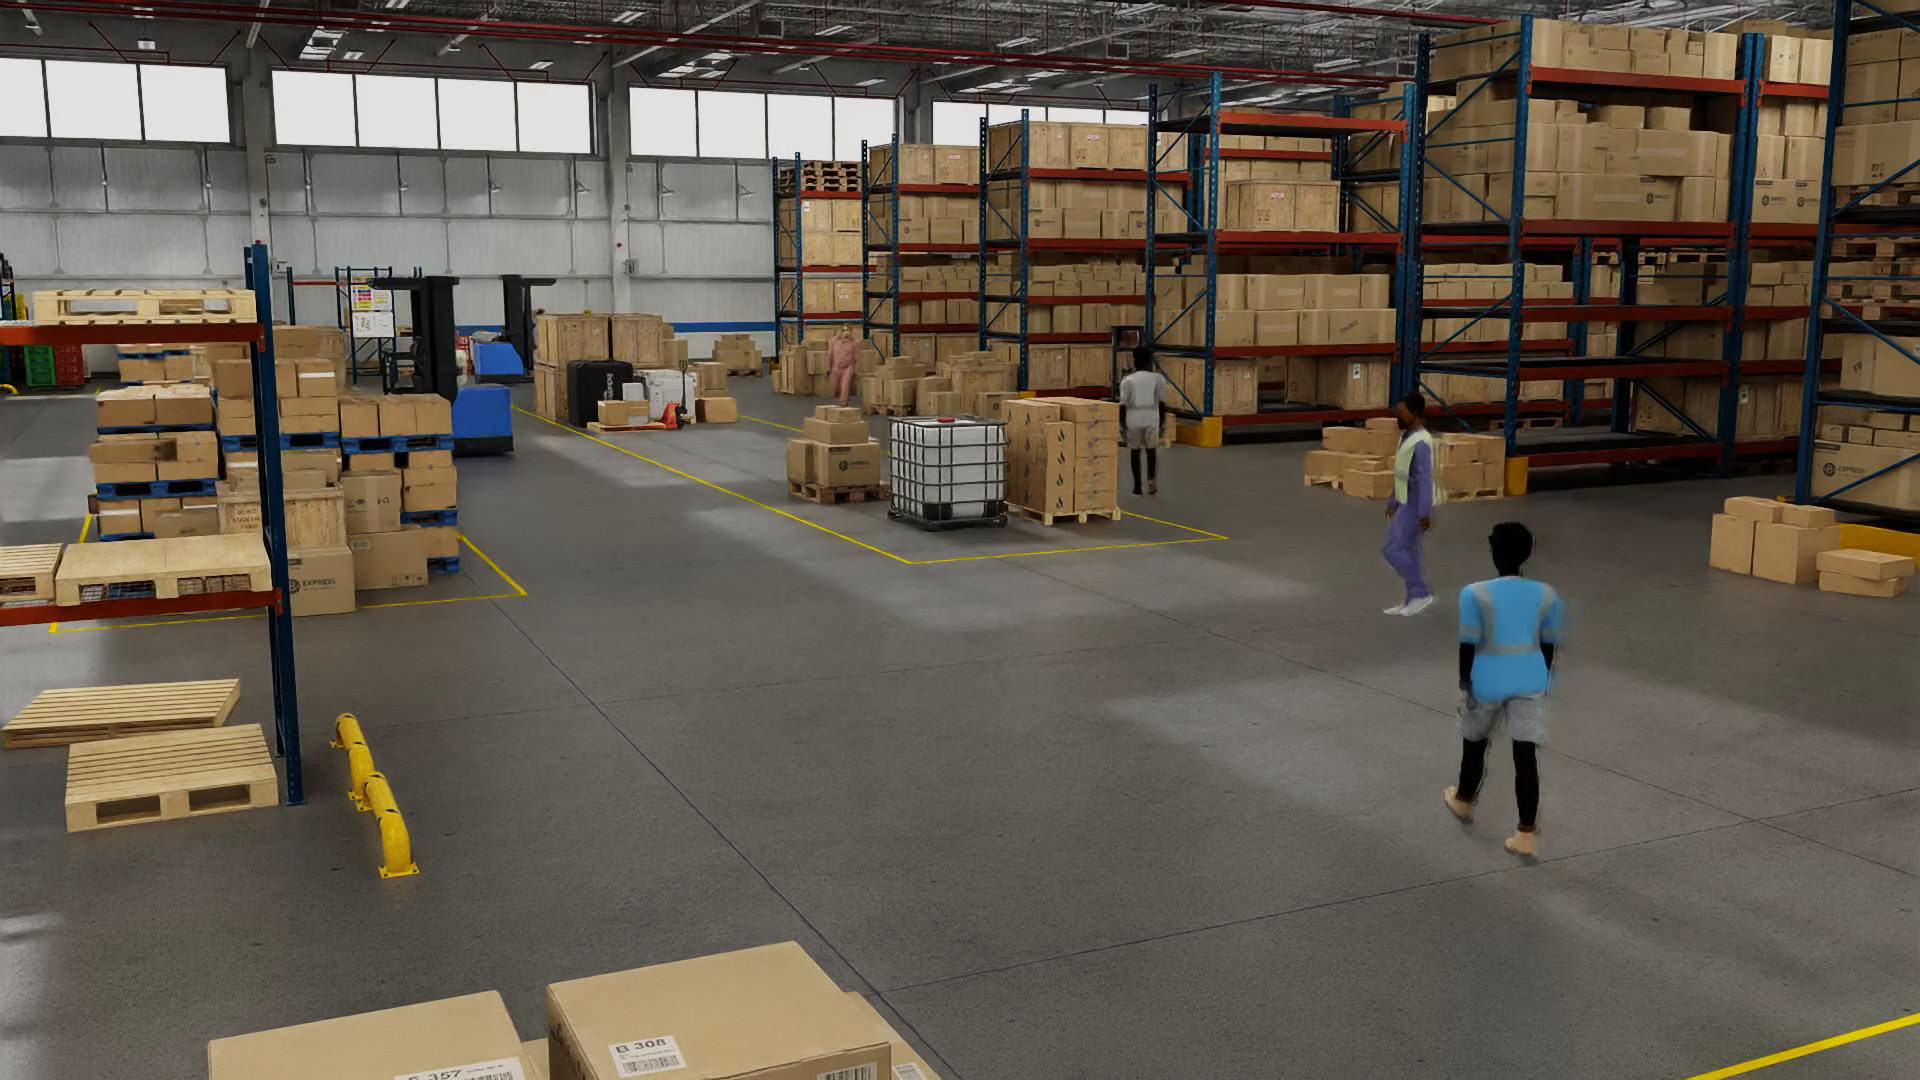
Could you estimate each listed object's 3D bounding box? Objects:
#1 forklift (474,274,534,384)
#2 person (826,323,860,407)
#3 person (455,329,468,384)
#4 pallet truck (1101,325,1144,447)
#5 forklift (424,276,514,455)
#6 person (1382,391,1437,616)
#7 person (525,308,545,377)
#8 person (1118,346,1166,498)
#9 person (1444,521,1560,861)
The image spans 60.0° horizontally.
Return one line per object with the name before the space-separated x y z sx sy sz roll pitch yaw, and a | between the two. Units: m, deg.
forklift | -11.390 -5.366 42.378 1.873 2.768 1.129 -4 10 -25
person | -2.363 -3.467 33.773 0.680 1.878 0.576 1 9 8
person | -8.661 -2.599 28.172 0.630 1.945 0.799 -1 9 -4
pallet truck | 2.881 -2.596 27.923 0.823 1.965 1.885 -1 9 -7
forklift | -8.087 -2.736 26.060 1.873 2.768 1.129 -4 10 -25
person | 3.751 -0.293 13.926 0.453 1.903 0.597 1 9 9
person | -11.340 -5.268 44.740 0.712 1.922 0.641 -2 9 -13
person | 2.321 -1.506 21.266 0.619 1.954 0.417 -1 9 -4
person | 2.742 0.722 8.401 0.548 1.642 0.883 0 9 -3
